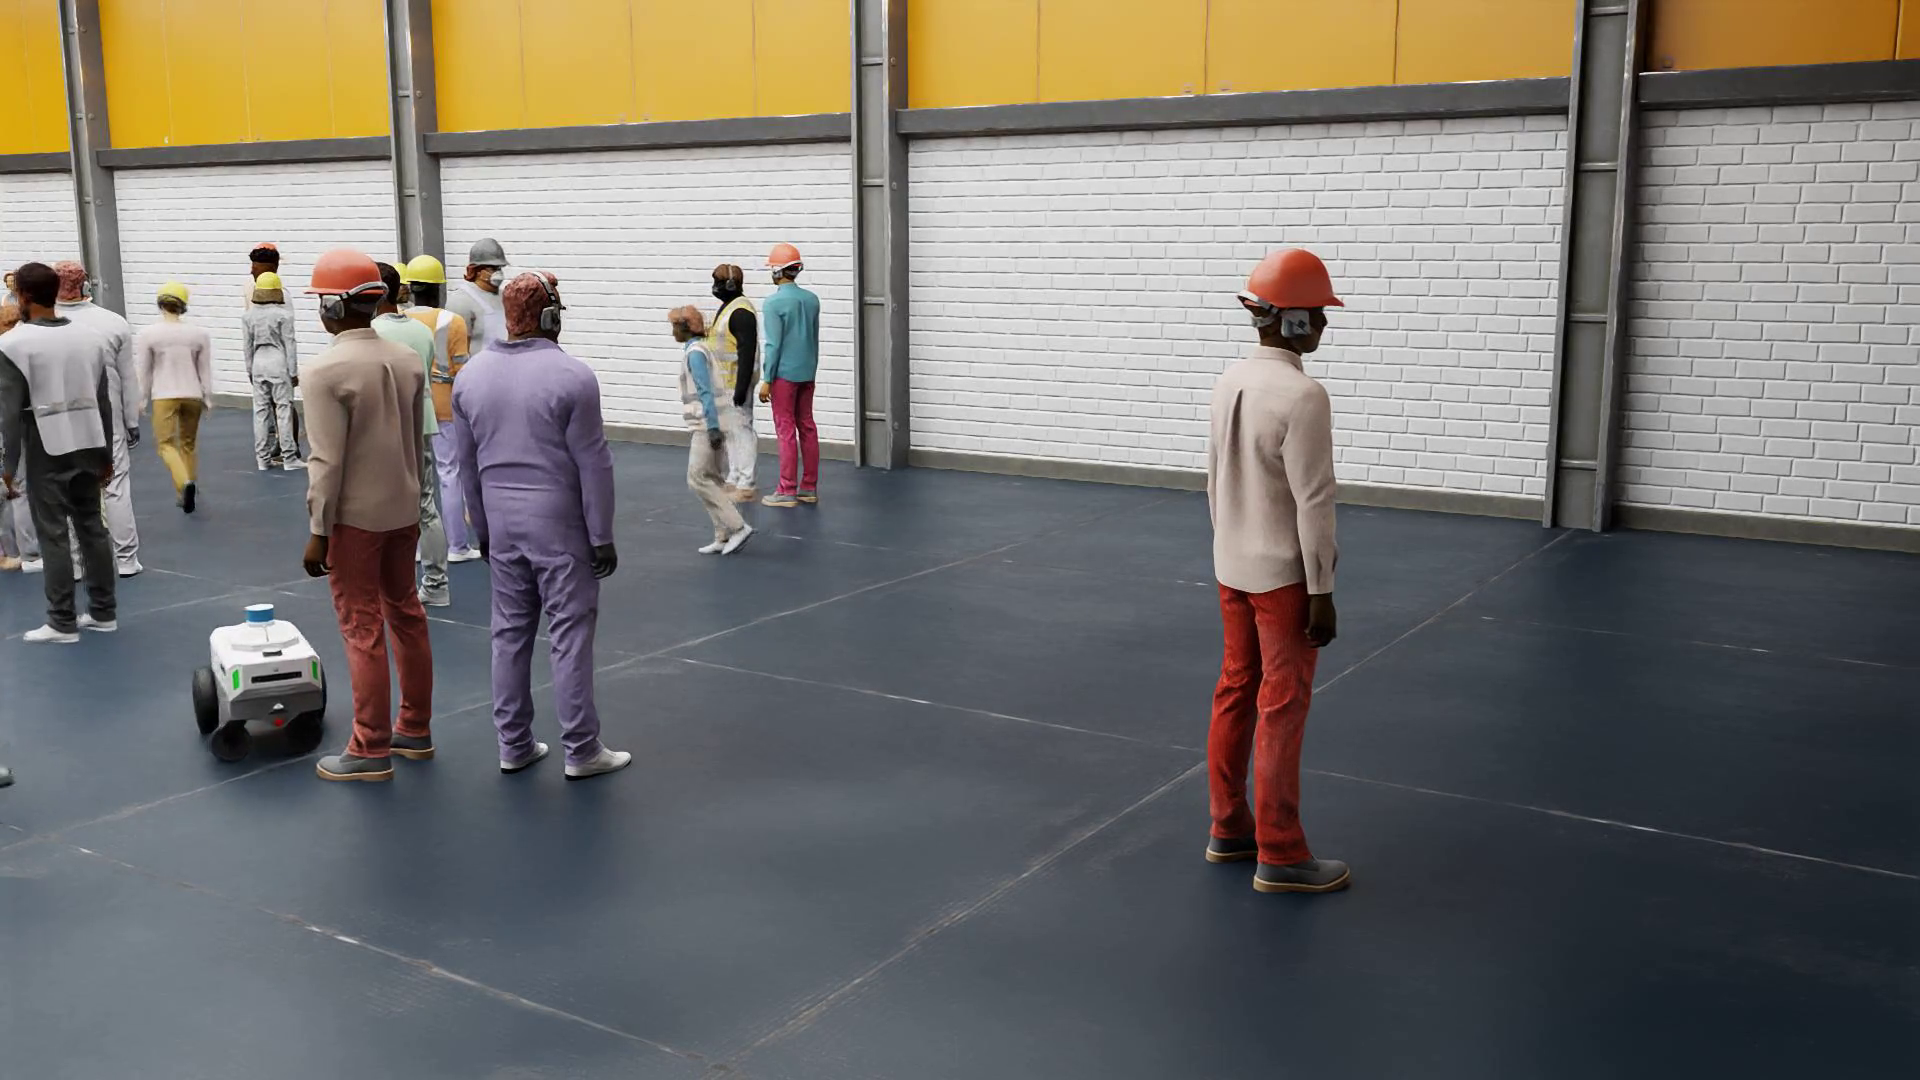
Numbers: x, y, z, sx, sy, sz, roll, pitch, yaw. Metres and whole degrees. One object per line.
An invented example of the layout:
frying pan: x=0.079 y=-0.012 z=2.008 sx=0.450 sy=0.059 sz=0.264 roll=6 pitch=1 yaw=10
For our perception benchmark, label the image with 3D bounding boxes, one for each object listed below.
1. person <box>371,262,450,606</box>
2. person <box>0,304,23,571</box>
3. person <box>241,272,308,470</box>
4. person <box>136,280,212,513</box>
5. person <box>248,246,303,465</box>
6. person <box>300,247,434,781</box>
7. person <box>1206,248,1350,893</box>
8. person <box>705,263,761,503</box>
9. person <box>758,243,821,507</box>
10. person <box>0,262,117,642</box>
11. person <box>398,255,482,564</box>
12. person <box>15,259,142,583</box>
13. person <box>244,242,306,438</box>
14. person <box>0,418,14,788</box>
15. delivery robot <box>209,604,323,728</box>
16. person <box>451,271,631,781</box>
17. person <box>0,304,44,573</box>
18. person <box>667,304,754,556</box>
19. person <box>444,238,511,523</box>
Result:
person: x=-3.029 y=-0.537 z=8.993 sx=0.390 sy=1.908 sz=0.584 roll=4 pitch=11 yaw=19
person: x=-5.973 y=-0.713 z=10.162 sx=0.358 sy=1.837 sz=0.506 roll=-8 pitch=13 yaw=-39
person: x=-6.063 y=-1.486 z=14.686 sx=0.488 sy=1.743 sz=0.319 roll=2 pitch=10 yaw=11
person: x=-5.799 y=-1.055 z=12.335 sx=0.529 sy=1.737 sz=0.722 roll=-10 pitch=14 yaw=-43
person: x=-6.215 y=-1.667 z=15.073 sx=0.361 sy=1.964 sz=0.617 roll=-8 pitch=13 yaw=-38
person: x=-2.237 y=-0.091 z=6.261 sx=0.376 sy=1.995 sz=0.608 roll=3 pitch=11 yaw=18
person: x=0.990 y=0.100 z=5.207 sx=0.381 sy=1.995 sz=0.611 roll=-4 pitch=11 yaw=-21
person: x=-1.761 y=-1.211 z=12.897 sx=0.430 sy=1.844 sz=0.624 roll=-4 pitch=11 yaw=-19
person: x=-1.305 y=-1.252 z=12.691 sx=0.378 sy=1.996 sz=0.610 roll=7 pitch=12 yaw=33
person: x=-4.533 y=-0.425 z=8.366 sx=0.447 sy=1.907 sz=0.615 roll=4 pitch=11 yaw=21
person: x=-3.308 y=-0.805 z=10.400 sx=0.585 sy=1.929 sz=0.377 roll=2 pitch=10 yaw=8
person: x=-5.213 y=-0.700 z=9.878 sx=0.638 sy=1.910 sz=0.407 roll=-6 pitch=12 yaw=-29
person: x=-7.069 y=-2.044 z=17.085 sx=0.612 sy=1.995 sz=0.378 roll=6 pitch=12 yaw=32
person: x=-3.740 y=-0.035 z=6.260 sx=0.811 sy=1.903 sz=0.427 roll=9 pitch=14 yaw=41
delivery robot: x=-2.802 y=0.503 z=6.700 sx=0.477 sy=0.478 sz=0.707 roll=-6 pitch=12 yaw=-29
person: x=-1.558 y=-0.045 z=6.255 sx=0.642 sy=1.909 sz=0.410 roll=4 pitch=11 yaw=21
person: x=-5.758 y=-0.618 z=10.181 sx=0.501 sy=1.633 sz=0.285 roll=9 pitch=13 yaw=39
person: x=-1.622 y=-0.695 z=10.660 sx=0.497 sy=1.608 sz=0.548 roll=-1 pitch=10 yaw=-4
person: x=-3.336 y=-1.141 z=11.950 sx=0.536 sy=2.000 sz=0.684 roll=4 pitch=11 yaw=22
